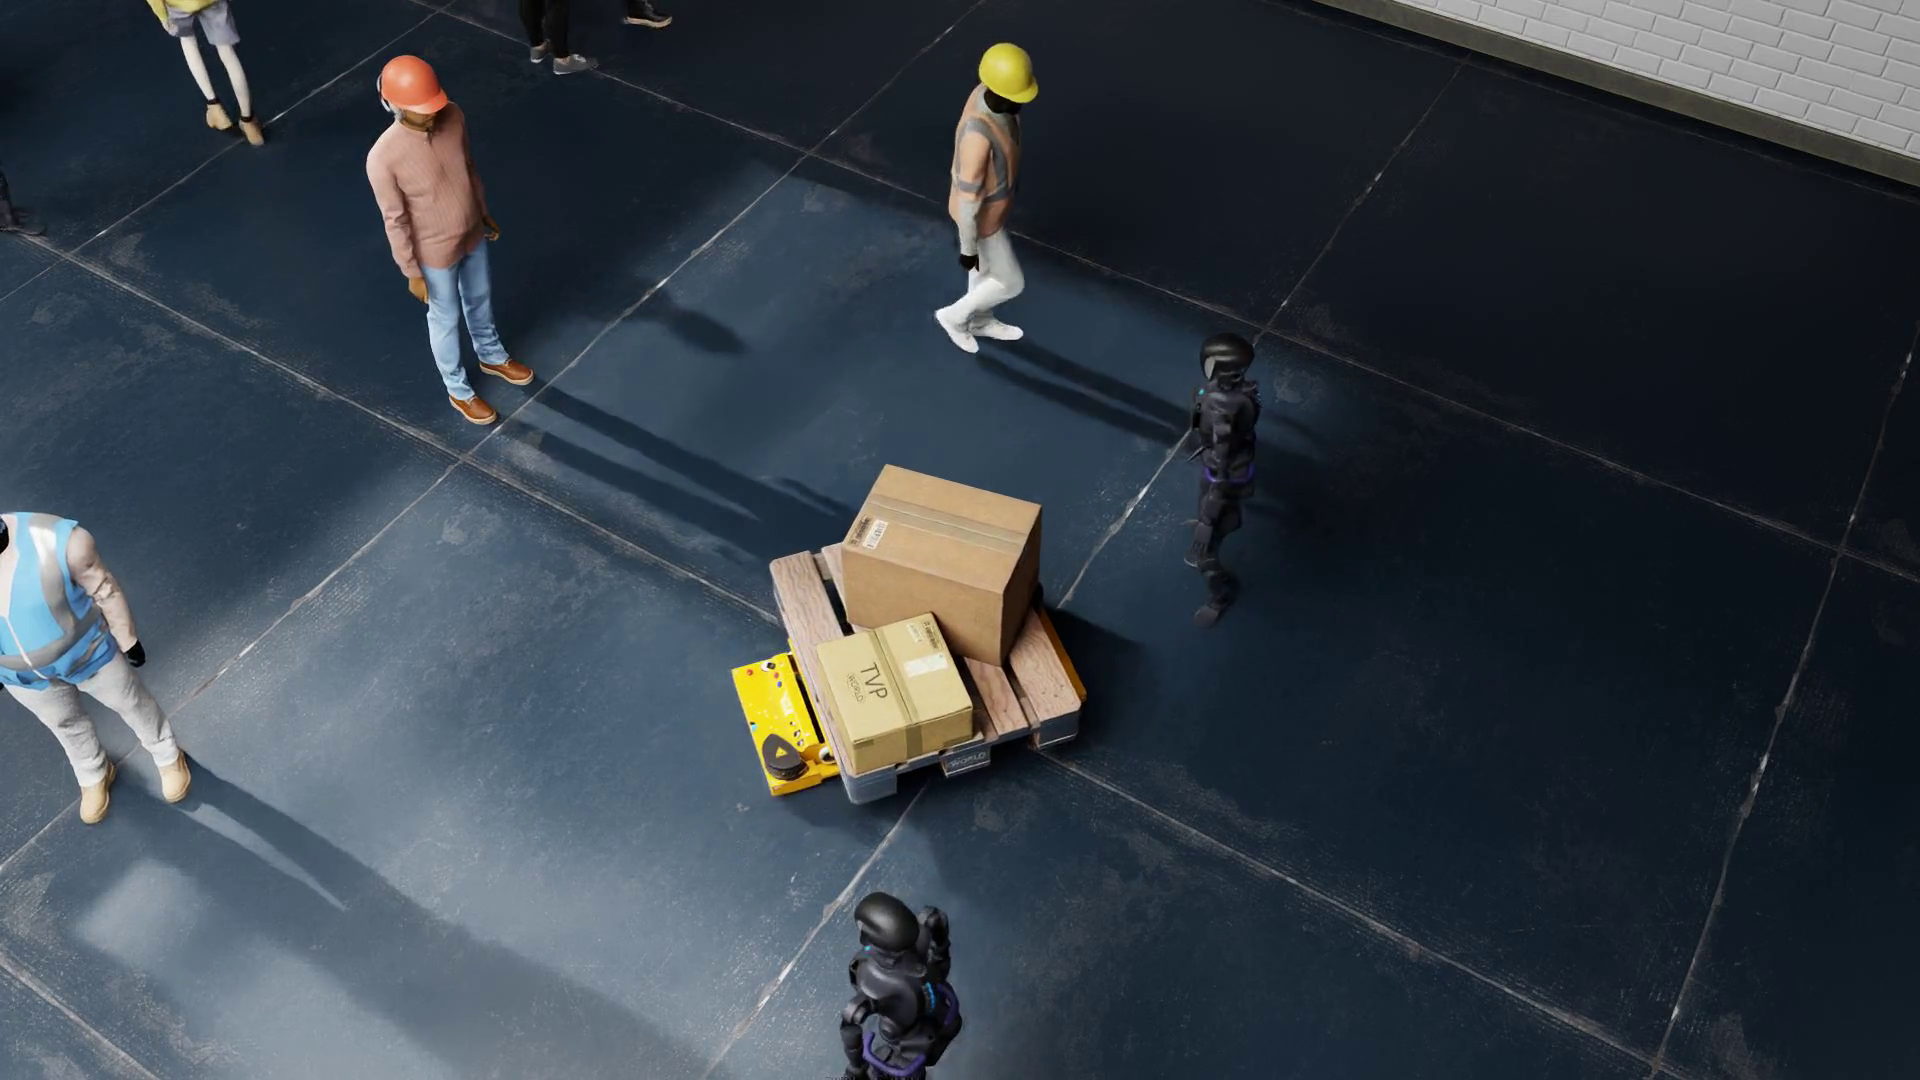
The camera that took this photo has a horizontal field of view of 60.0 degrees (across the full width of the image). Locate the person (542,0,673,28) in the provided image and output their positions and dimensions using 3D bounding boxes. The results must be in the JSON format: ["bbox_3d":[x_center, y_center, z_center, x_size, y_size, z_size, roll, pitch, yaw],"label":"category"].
[{"bbox_3d":[-2.342,-4.011,10.212,0.837,1.931,0.604,6,49,5],"label":"person"}]

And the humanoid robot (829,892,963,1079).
[{"bbox_3d":[-0.210,1.638,5.455,0.386,1.658,0.609,26,54,21],"label":"humanoid robot"}]

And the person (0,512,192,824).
[{"bbox_3d":[-3.471,0.439,6.388,0.624,1.843,0.430,-12,50,-10],"label":"person"}]

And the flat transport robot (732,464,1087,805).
[{"bbox_3d":[-0.225,0.614,7.279,1.431,0.231,0.659,-15,51,-13],"label":"flat transport robot"}]

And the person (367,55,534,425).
[{"bbox_3d":[-2.425,-1.425,7.918,0.398,1.989,0.622,21,52,17],"label":"person"}]

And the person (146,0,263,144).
[{"bbox_3d":[-4.391,-3.151,9.509,0.497,1.874,0.548,-20,52,-17],"label":"person"}]

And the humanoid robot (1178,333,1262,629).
[{"bbox_3d":[1.102,-0.276,7.129,0.310,1.643,0.601,5,49,5],"label":"humanoid robot"}]

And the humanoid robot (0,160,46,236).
[{"bbox_3d":[-5.429,-2.399,8.978,0.358,1.654,0.615,-3,49,-3],"label":"humanoid robot"}]

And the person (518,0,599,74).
[{"bbox_3d":[-2.547,-3.643,10.021,0.456,1.747,0.784,-36,58,-27],"label":"person"}]

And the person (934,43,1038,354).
[{"bbox_3d":[0.164,-1.647,8.177,0.423,1.902,0.675,6,49,5],"label":"person"}]
